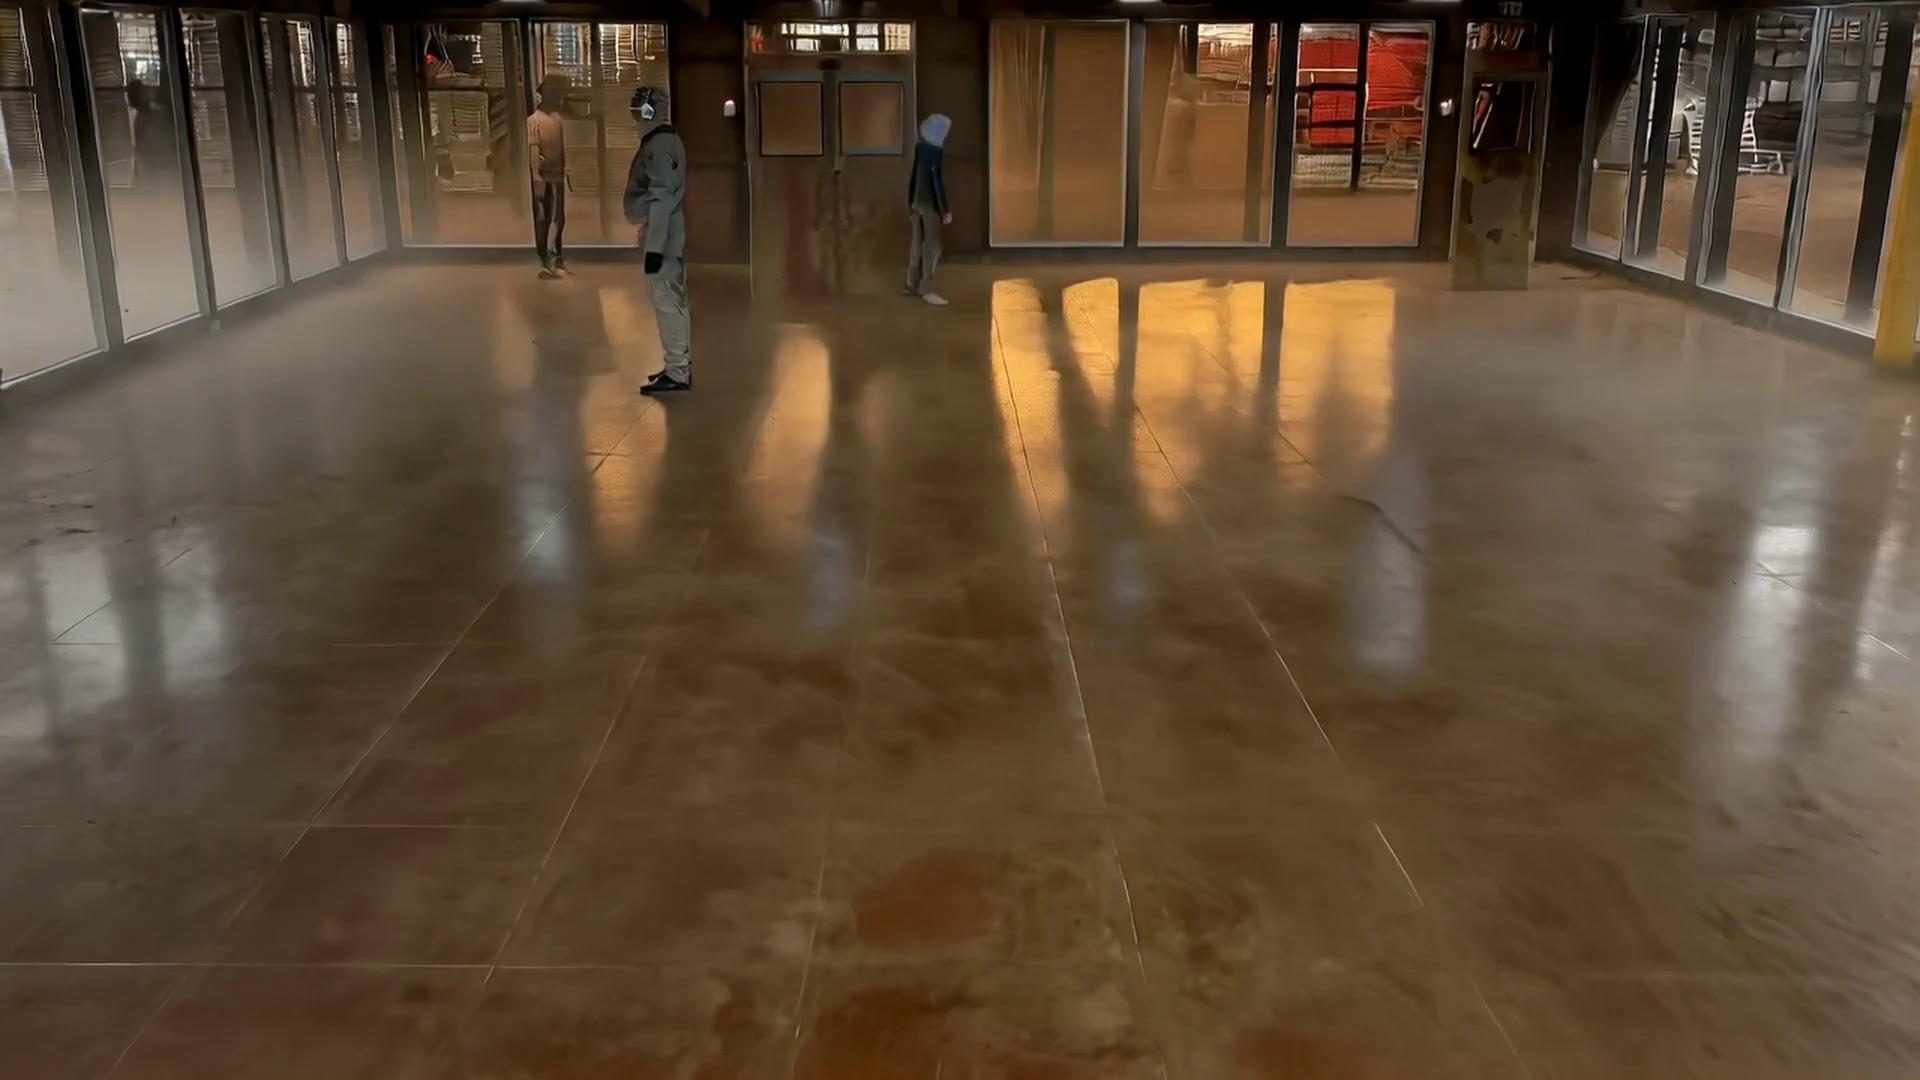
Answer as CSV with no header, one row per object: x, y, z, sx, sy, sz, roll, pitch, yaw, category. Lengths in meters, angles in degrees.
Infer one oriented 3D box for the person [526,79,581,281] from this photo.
-3.854,-3.397,15.732,0.314,1.869,0.536,7,18,22,person

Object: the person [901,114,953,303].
-0.281,-2.881,14.452,0.335,1.605,0.655,-8,18,-26,person

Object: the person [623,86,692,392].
-1.922,-1.897,10.558,0.401,1.907,0.648,0,16,0,person
